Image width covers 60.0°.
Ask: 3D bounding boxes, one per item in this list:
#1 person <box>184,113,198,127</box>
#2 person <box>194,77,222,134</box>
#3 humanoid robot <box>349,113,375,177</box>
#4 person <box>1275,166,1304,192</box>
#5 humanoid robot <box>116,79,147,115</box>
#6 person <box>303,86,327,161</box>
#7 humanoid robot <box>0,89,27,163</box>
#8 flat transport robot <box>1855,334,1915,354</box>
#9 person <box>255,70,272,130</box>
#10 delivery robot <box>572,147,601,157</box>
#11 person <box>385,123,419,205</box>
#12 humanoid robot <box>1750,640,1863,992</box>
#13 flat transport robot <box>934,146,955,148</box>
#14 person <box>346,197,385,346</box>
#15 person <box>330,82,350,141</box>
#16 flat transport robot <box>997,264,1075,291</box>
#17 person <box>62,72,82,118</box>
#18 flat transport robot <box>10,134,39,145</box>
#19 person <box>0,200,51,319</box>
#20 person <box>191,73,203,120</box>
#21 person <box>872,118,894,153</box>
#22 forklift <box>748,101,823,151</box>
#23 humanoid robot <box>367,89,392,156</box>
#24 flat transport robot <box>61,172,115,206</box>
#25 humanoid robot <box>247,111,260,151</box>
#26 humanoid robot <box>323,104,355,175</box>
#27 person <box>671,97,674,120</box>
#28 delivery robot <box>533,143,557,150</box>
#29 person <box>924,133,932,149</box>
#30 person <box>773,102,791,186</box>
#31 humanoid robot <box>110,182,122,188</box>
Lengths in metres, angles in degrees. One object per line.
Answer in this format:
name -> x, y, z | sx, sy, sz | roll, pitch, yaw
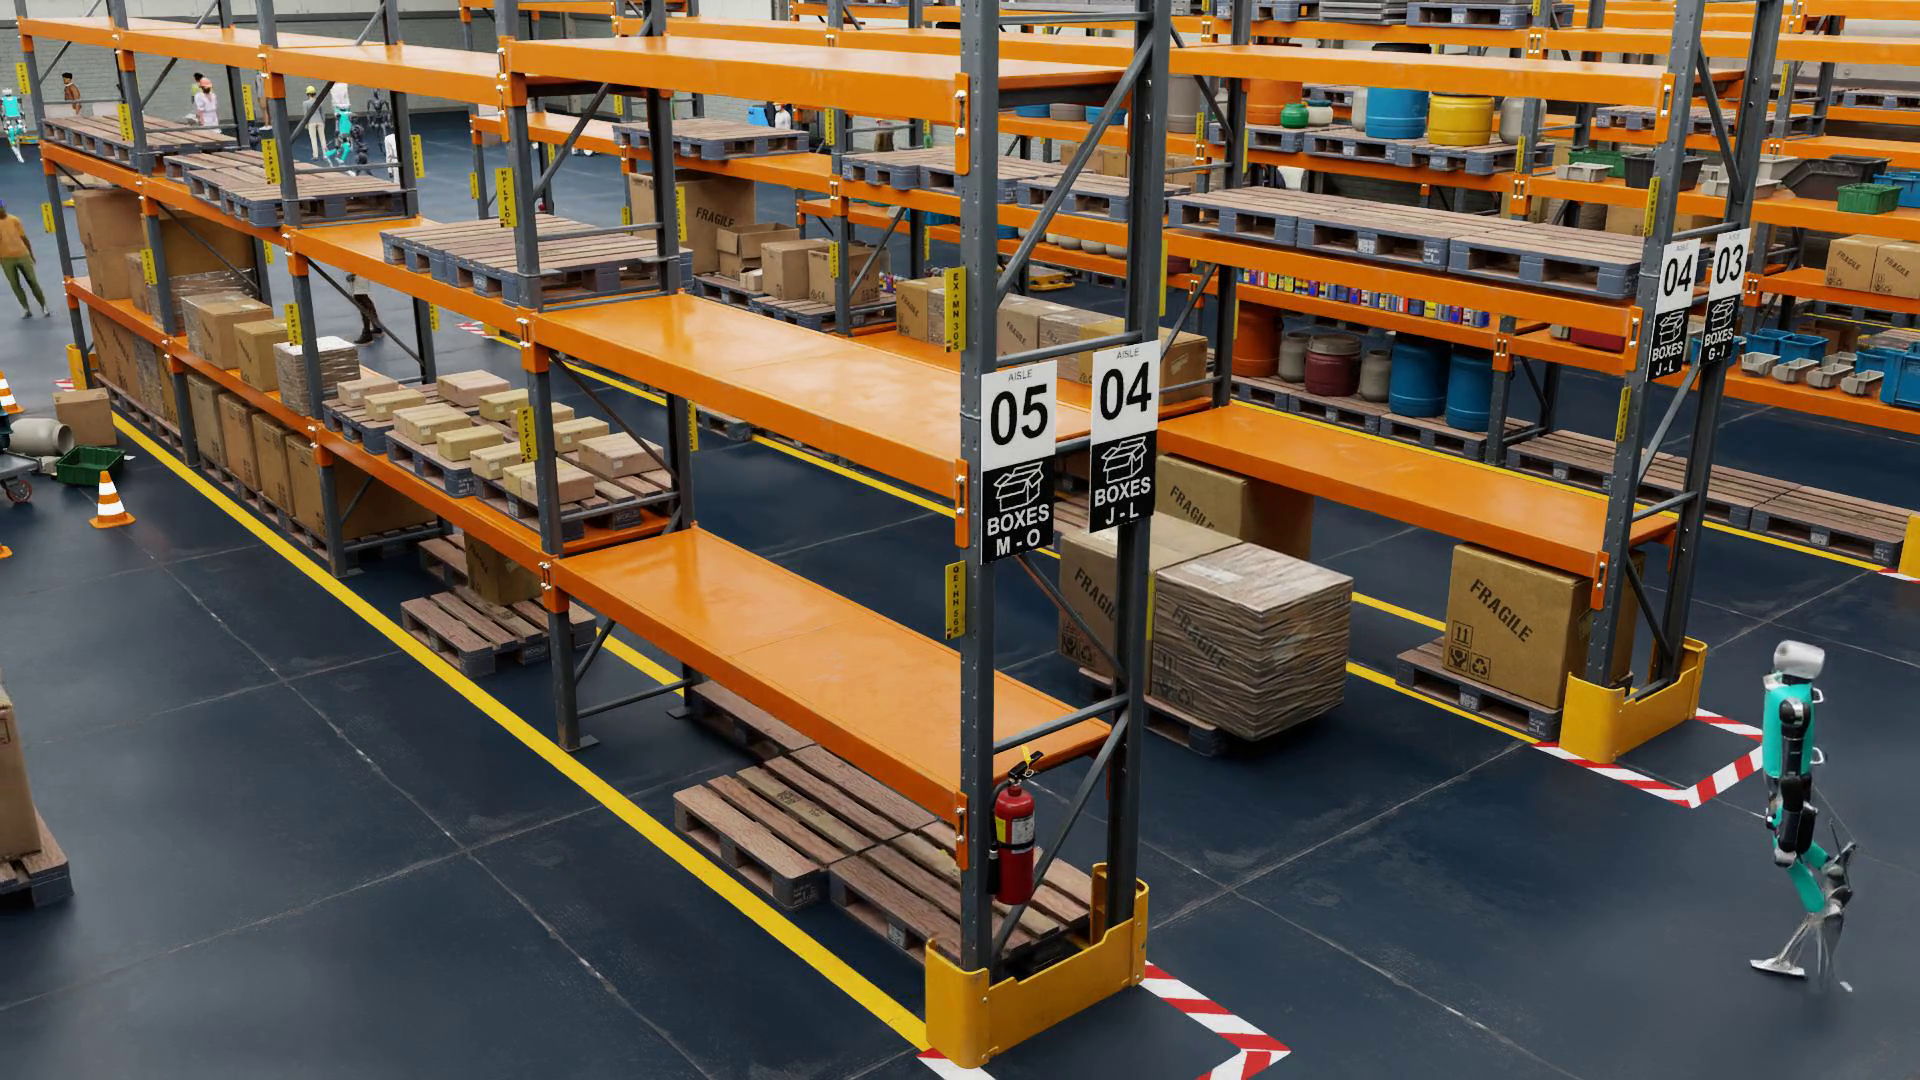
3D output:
person -> -15.039, -7.409, 32.633 | 0.560, 1.864, 0.783 | 8, 21, 22
person -> -18.144, -10.139, 40.152 | 0.773, 2.014, 0.615 | 9, 21, 24
humanoid robot -> -12.758, -8.259, 35.425 | 0.788, 1.640, 0.586 | -6, 20, -16
person -> 5.389, -5.524, 27.325 | 0.598, 1.814, 0.474 | -11, 22, -29
humanoid robot -> -22.342, -11.736, 45.262 | 0.576, 1.775, 0.981 | 5, 20, 13
person -> -15.766, -10.177, 40.642 | 0.311, 1.768, 0.527 | 18, 26, 42
humanoid robot -> -23.043, -10.060, 40.444 | 0.535, 1.782, 1.041 | -15, 24, -36
flat transport robot -> 11.565, -2.297, 20.473 | 0.659, 0.231, 1.431 | -14, 24, -35
person -> -20.018, -12.754, 47.809 | 0.401, 1.878, 0.499 | 3, 20, 9
delivery robot -> -9.382, -9.889, 41.678 | 0.785, 0.614, 0.522 | 6, 20, 18
person -> -10.562, -7.041, 31.560 | 0.569, 1.877, 0.342 | -4, 20, -11
humanoid robot -> 4.090, 1.411, 7.897 | 0.729, 1.904, 0.541 | 7, 20, 18
flat transport robot -> -0.391, -7.427, 35.074 | 0.659, 0.231, 1.431 | -8, 21, -22
person -> -7.725, -3.495, 21.393 | 0.392, 1.929, 0.724 | -3, 20, -9
person -> -16.774, -11.788, 45.063 | 0.495, 1.884, 0.914 | -2, 19, -7
flat transport robot -> 1.048, -4.010, 25.349 | 0.659, 0.231, 1.431 | -14, 24, -34
person -> -23.578, -11.491, 44.244 | 0.780, 1.855, 0.396 | 16, 25, 39
flat transport robot -> -24.385, -10.636, 44.206 | 1.431, 0.231, 0.659 | 1, 19, 3
person -> -12.937, -3.849, 22.756 | 0.523, 1.674, 0.461 | -7, 21, -19
person -> -21.284, -12.245, 46.651 | 0.666, 1.674, 0.545 | 12, 22, 30
person -> -1.578, -7.883, 34.152 | 0.427, 1.741, 0.548 | 6, 20, 16
forklift -> -4.526, -11.368, 42.374 | 1.129, 2.768, 1.873 | -15, 24, -37
humanoid robot -> -14.512, -10.424, 41.511 | 0.611, 1.630, 0.720 | -3, 20, -9
flat transport robot -> -17.351, -6.955, 33.730 | 0.659, 0.231, 1.431 | 7, 20, 18
humanoid robot -> -16.376, -9.385, 38.544 | 0.623, 1.633, 0.602 | 3, 20, 9
humanoid robot -> -13.569, -8.652, 36.338 | 0.937, 1.735, 0.551 | 8, 21, 21
person -> -7.277, -10.392, 40.978 | 0.488, 1.955, 0.800 | -6, 20, -17
delivery robot -> -10.778, -10.362, 42.967 | 0.499, 0.577, 0.769 | -12, 23, -31
person -> -0.772, -7.422, 32.835 | 0.471, 1.742, 0.330 | 1, 19, 3
person -> -3.859, -8.679, 36.206 | 0.379, 1.892, 0.570 | -14, 24, -34
humanoid robot -> -12.373, -4.439, 24.378 | 0.910, 1.781, 0.567 | -12, 23, -31
